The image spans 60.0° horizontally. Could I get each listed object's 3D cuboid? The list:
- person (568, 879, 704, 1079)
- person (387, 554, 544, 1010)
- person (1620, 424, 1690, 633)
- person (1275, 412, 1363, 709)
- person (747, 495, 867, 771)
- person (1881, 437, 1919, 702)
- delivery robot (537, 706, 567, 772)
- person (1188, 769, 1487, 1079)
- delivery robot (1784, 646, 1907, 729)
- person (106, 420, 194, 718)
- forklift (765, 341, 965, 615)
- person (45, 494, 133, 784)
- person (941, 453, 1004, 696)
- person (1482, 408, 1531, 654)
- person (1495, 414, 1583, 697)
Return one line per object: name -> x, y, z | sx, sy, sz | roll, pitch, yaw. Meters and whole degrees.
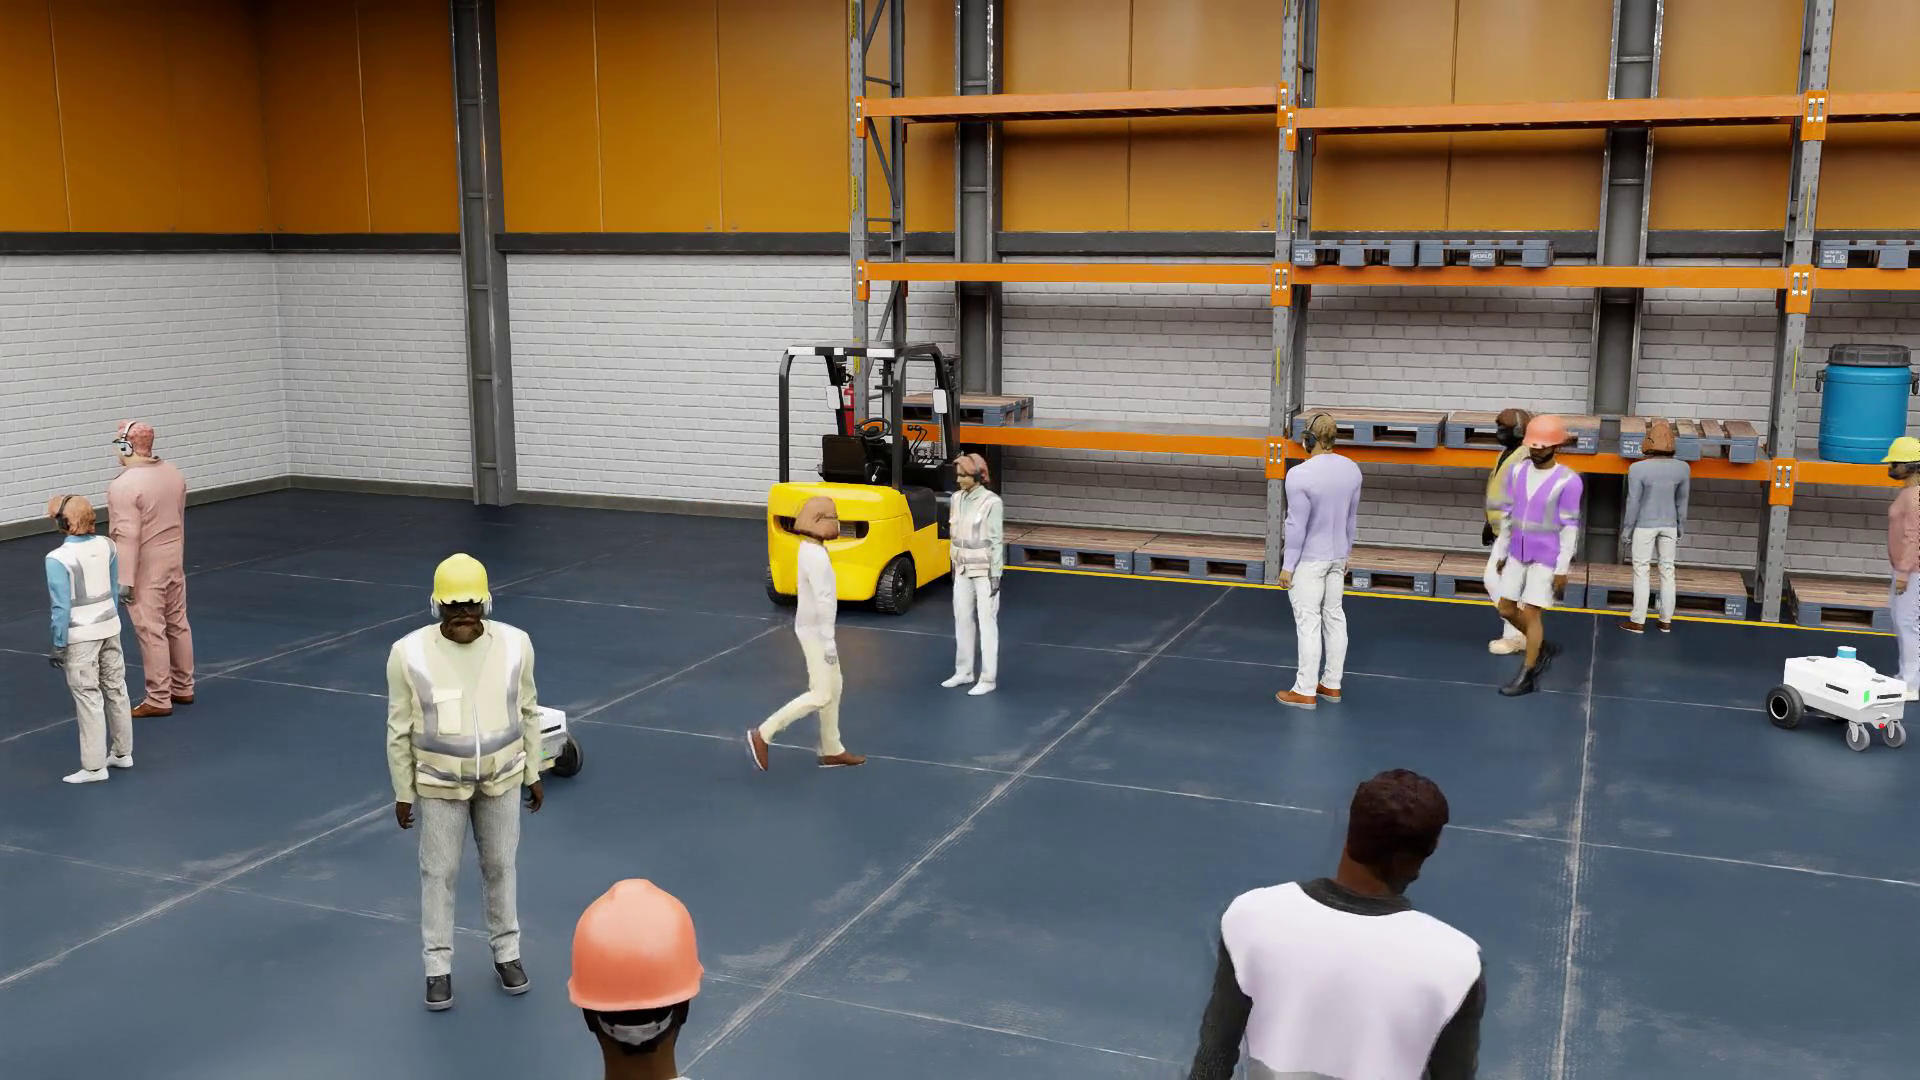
person -> -0.546, 1.547, 2.993 | 0.544, 1.938, 0.356 | -2, 10, -11
person -> -1.955, 0.948, 6.627 | 0.601, 1.827, 0.404 | -5, 11, -27
person -> 5.396, -0.086, 12.929 | 0.507, 1.632, 0.274 | -1, 10, -6
person -> 2.329, 0.134, 10.857 | 0.631, 1.939, 0.370 | -7, 13, -36
person -> -0.873, 0.546, 9.466 | 0.627, 1.611, 0.509 | -2, 10, -9
person -> 6.257, 0.192, 11.060 | 0.366, 1.755, 0.524 | 5, 11, 24
delivery robot -> -2.559, 1.044, 9.380 | 0.707, 0.478, 0.477 | 7, 12, 34
person -> 0.812, 1.440, 3.770 | 0.678, 1.872, 0.451 | 4, 11, 21
delivery robot -> 5.419, 0.898, 10.197 | 0.477, 0.478, 0.707 | -3, 11, -16
person -> -5.218, 0.184, 10.667 | 0.401, 1.910, 0.640 | 1, 10, 8
forklift -> -0.739, -0.602, 14.246 | 1.214, 2.155, 2.313 | 4, 11, 21
person -> -4.909, 0.552, 9.357 | 0.312, 1.642, 0.512 | 2, 10, 11
person -> 0.111, 0.225, 11.207 | 0.327, 1.634, 0.532 | -9, 13, -40
person -> 4.056, -0.063, 12.281 | 0.494, 1.823, 0.626 | 1, 10, 7
person -> 3.860, 0.103, 11.099 | 0.545, 1.914, 0.582 | -7, 12, -33
